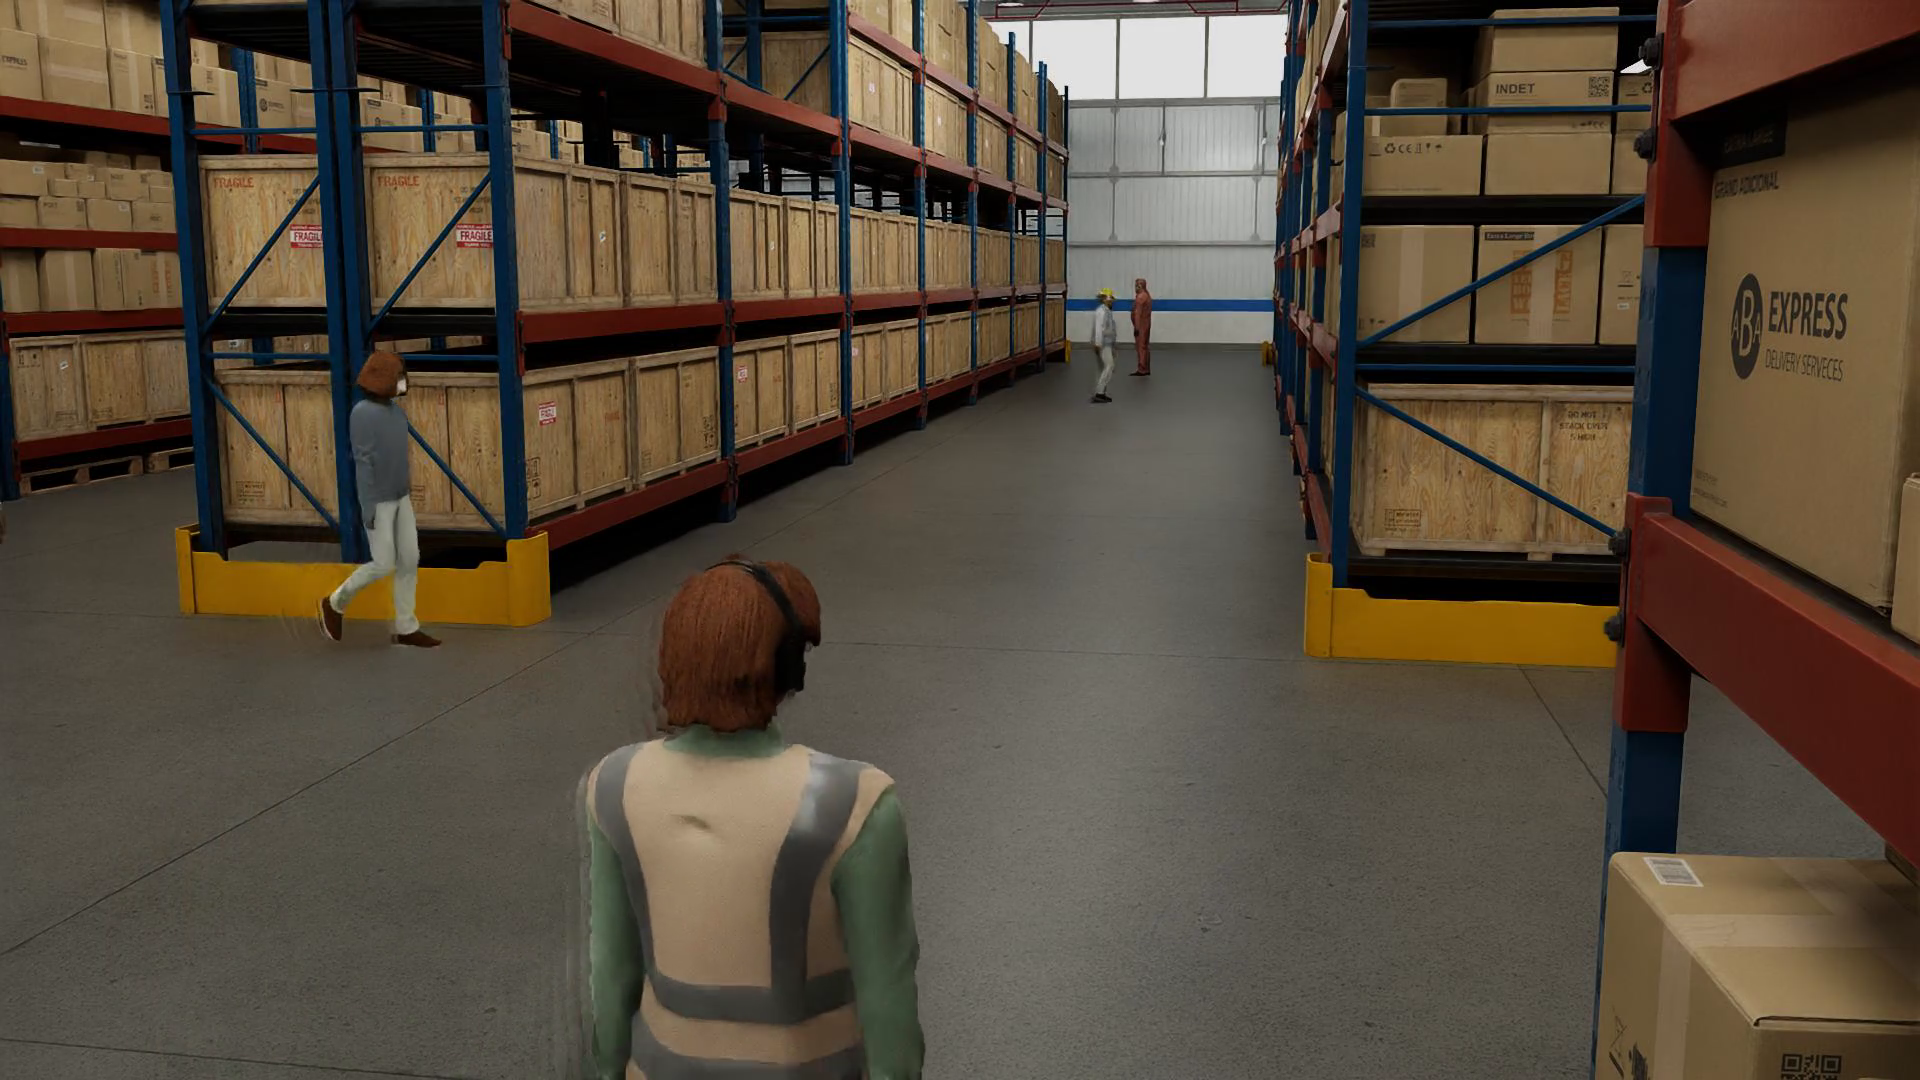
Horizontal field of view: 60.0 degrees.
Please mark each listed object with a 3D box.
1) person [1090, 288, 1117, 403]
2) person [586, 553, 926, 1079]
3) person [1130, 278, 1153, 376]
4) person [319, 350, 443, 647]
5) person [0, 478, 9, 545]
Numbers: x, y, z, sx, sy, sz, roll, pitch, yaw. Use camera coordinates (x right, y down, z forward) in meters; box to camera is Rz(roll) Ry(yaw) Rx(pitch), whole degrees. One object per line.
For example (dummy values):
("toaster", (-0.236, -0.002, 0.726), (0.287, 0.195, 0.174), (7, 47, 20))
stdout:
("person", (2.215, -2.994, 25.697), (0.408, 1.768, 0.670), (0, 9, 3))
("person", (-0.315, 0.834, 2.376), (0.526, 1.625, 0.531), (4, 10, 24))
("person", (3.535, -4.160, 32.555), (0.399, 1.900, 0.636), (4, 10, 22))
("person", (-3.113, -0.206, 8.869), (0.550, 1.614, 0.511), (2, 9, 12))
("person", (-4.774, -0.129, 7.732), (0.583, 1.829, 0.436), (-7, 12, -39))
